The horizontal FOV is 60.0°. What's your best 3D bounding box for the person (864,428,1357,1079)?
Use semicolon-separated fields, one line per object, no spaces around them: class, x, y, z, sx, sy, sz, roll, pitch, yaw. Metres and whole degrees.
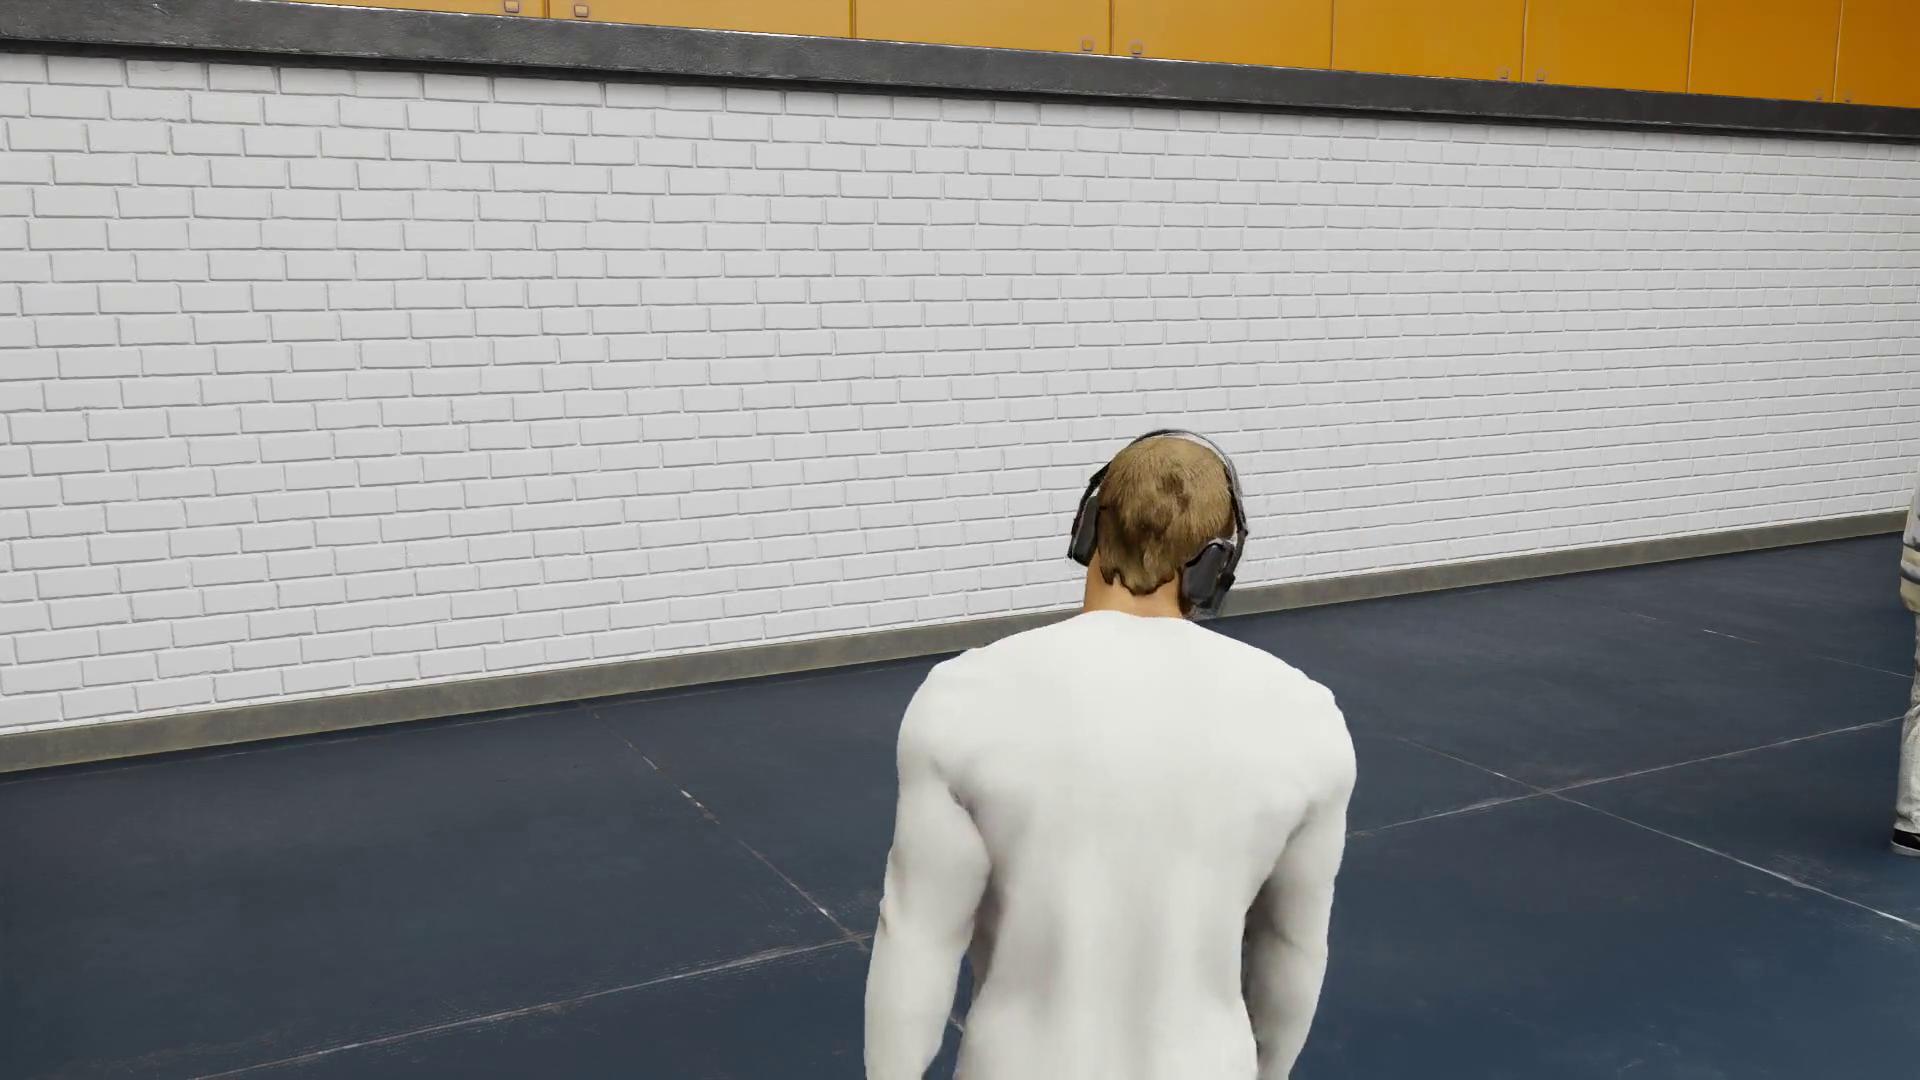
person;0.189;0.786;2.391;0.687;1.876;0.977;0;10;-2

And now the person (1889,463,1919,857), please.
person;3.530;0.216;5.840;0.403;1.825;0.596;8;13;38
